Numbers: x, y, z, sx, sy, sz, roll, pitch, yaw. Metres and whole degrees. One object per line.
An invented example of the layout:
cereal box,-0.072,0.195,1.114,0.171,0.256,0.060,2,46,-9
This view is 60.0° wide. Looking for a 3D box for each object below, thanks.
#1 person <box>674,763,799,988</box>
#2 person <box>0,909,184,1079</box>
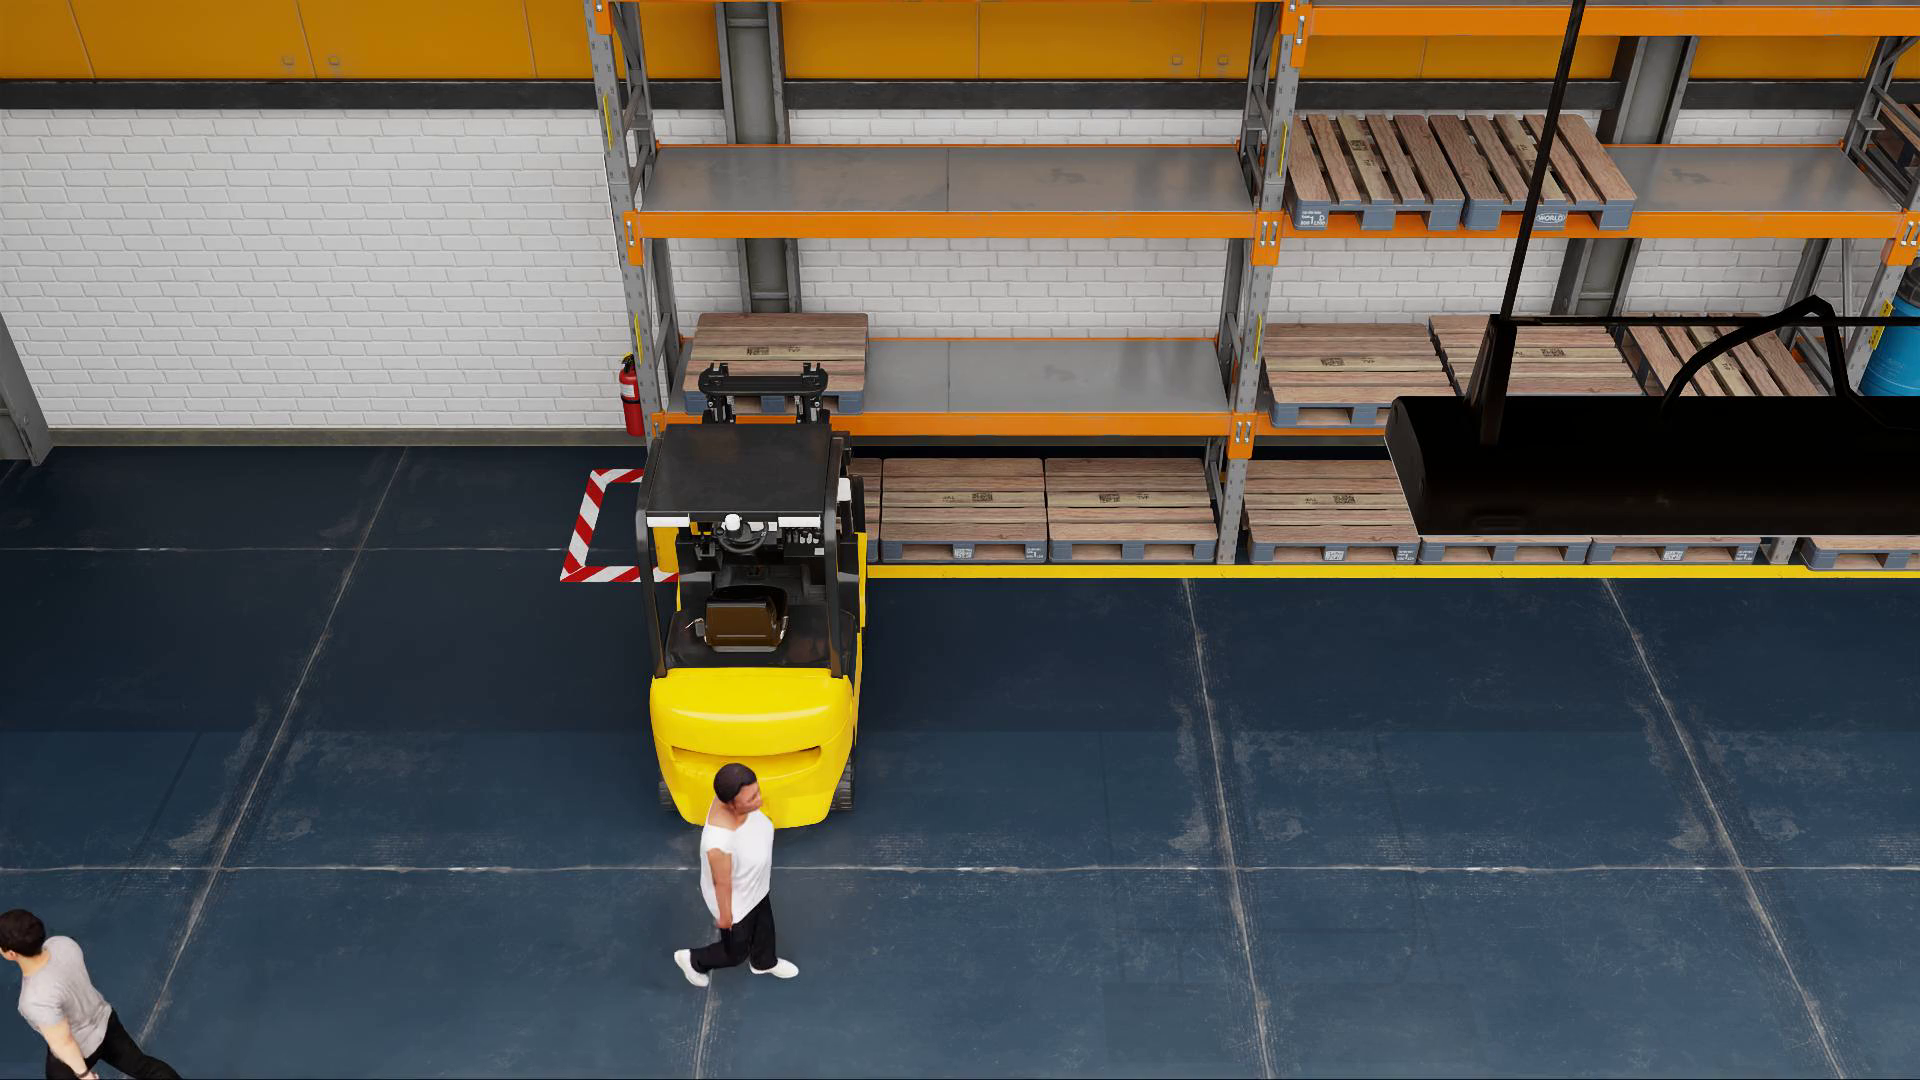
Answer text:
person,-1.205,1.774,8.678,0.884,1.670,0.699,4,39,4
person,-4.098,2.365,7.937,1.140,1.670,0.613,-1,39,-1
